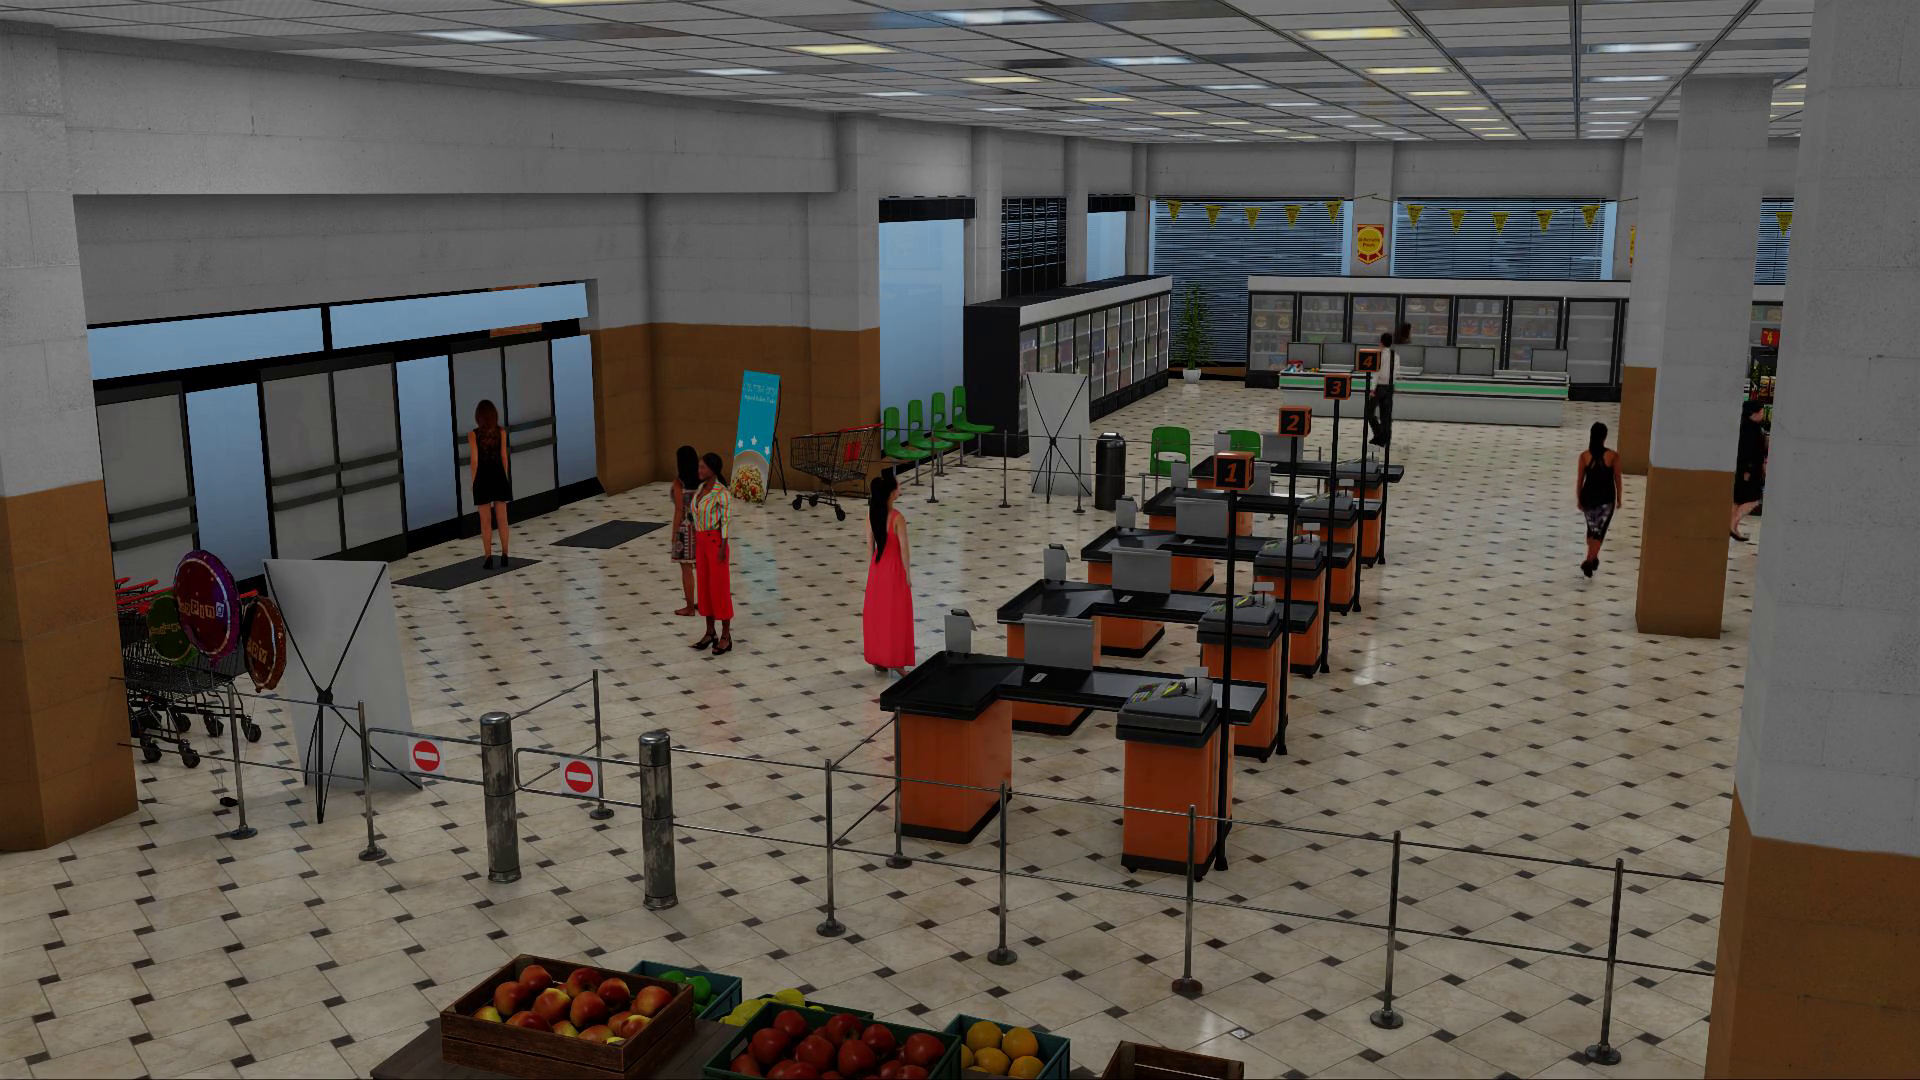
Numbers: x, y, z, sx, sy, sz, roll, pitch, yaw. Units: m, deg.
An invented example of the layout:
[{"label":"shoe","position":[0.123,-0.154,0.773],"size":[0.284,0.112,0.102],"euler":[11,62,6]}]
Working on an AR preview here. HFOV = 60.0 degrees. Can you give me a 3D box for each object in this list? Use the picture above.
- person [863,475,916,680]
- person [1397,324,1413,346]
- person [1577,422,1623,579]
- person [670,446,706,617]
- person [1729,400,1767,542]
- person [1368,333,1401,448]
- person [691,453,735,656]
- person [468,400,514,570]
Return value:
[{"label":"person","position":[-0.603,0.303,13.916],"size":[0.598,1.727,0.735],"euler":[8,15,35]},{"label":"person","position":[8.627,-3.471,32.468],"size":[0.786,1.468,0.732],"euler":[-3,12,-13]},{"label":"person","position":[6.705,-0.402,17.494],"size":[1.068,1.633,0.835],"euler":[8,14,34]},{"label":"person","position":[-2.601,-0.097,16.016],"size":[0.600,1.645,0.693],"euler":[7,14,31]},{"label":"person","position":[9.010,-0.791,19.265],"size":[0.705,1.664,0.738],"euler":[2,12,10]},{"label":"person","position":[6.761,-2.359,26.376],"size":[0.791,1.802,0.844],"euler":[-6,13,-27]},{"label":"person","position":[-2.179,0.115,14.651],"size":[0.599,1.792,0.733],"euler":[11,16,42]},{"label":"person","position":[-5.054,-0.592,17.907],"size":[0.664,1.834,0.699],"euler":[-8,14,-32]}]
